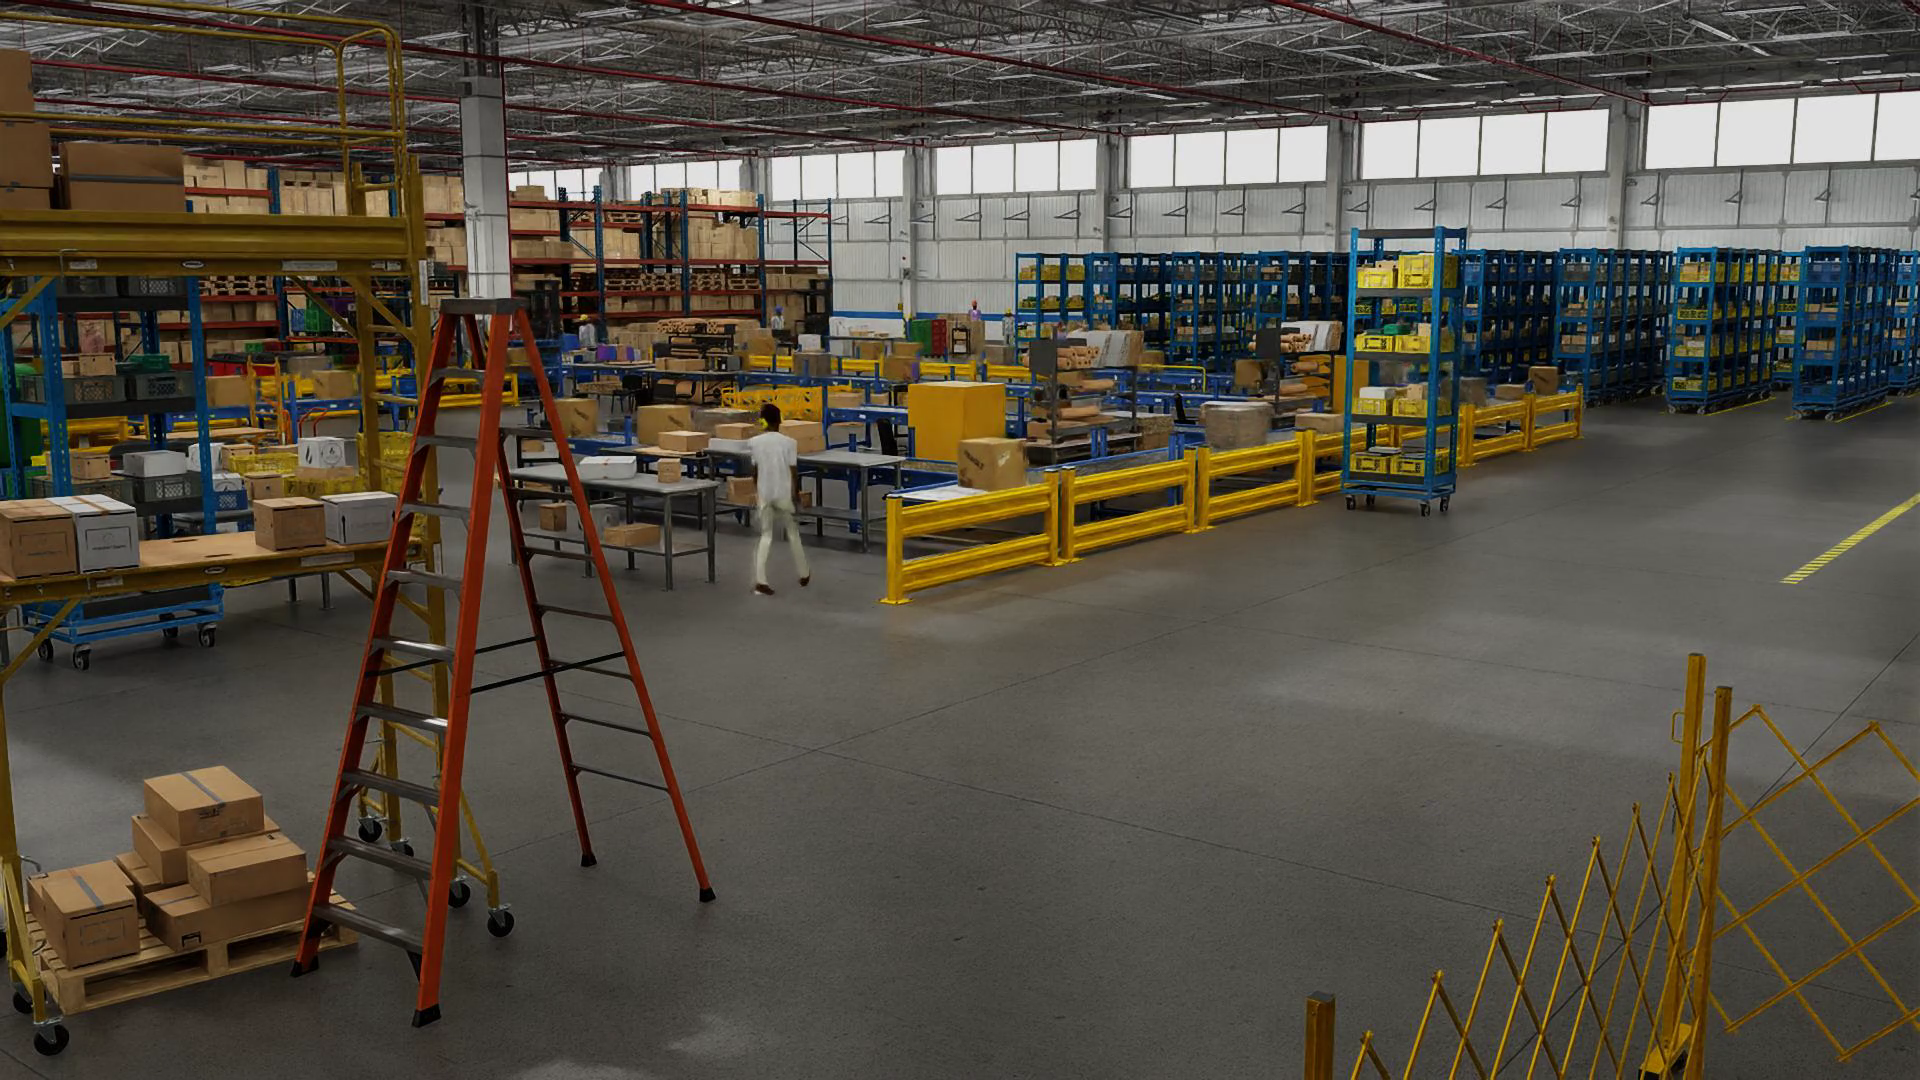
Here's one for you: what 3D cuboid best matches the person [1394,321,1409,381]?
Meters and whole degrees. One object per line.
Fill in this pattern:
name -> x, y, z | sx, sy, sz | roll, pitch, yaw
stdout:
person -> 10.192, -4.027, 38.059 | 0.802, 1.963, 0.628 | 9, 13, 44

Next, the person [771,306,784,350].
person -> -6.141, -6.951, 56.313 | 0.404, 1.945, 0.615 | 5, 11, 31

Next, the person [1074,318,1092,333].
person -> 3.220, -4.913, 43.869 | 0.662, 1.872, 0.874 | -3, 10, -20

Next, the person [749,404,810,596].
person -> -1.758, -0.387, 15.841 | 0.521, 1.820, 0.914 | 1, 9, 8

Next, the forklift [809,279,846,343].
forklift -> -5.351, -8.662, 64.093 | 1.129, 2.768, 1.873 | 7, 11, 37

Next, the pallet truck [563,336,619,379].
pallet truck -> -10.690, -5.294, 48.215 | 1.601, 1.201, 0.680 | -5, 10, -26

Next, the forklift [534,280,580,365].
forklift -> -13.075, -6.877, 52.953 | 1.129, 2.768, 1.873 | 7, 11, 37

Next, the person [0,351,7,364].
person -> -26.744, -5.205, 46.405 | 0.409, 1.617, 0.511 | -9, 13, -44

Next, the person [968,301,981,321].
person -> 0.594, -8.705, 67.298 | 0.546, 1.938, 0.360 | -2, 9, -14

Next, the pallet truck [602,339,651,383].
pallet truck -> -8.991, -4.871, 45.351 | 0.653, 1.274, 1.630 | 7, 11, 37

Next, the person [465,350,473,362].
person -> -13.349, -5.134, 45.870 | 0.859, 1.643, 0.554 | 5, 10, 29

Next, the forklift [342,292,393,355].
forklift -> -16.485, -5.622, 45.120 | 1.129, 2.768, 1.873 | 7, 11, 37

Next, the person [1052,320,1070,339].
person -> 2.673, -4.827, 43.460 | 0.602, 1.822, 0.543 | -7, 11, -36

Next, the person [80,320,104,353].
person -> -21.268, -4.431, 40.714 | 0.651, 1.907, 0.409 | 3, 10, 20

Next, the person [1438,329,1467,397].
person -> 11.331, -3.993, 38.366 | 0.821, 1.797, 0.607 | 9, 13, 44

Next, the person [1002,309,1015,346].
person -> 1.809, -7.736, 61.888 | 0.485, 1.734, 0.346 | -1, 9, -8

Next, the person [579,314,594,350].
person -> -11.322, -5.956, 50.503 | 0.609, 1.819, 0.564 | 6, 11, 31
